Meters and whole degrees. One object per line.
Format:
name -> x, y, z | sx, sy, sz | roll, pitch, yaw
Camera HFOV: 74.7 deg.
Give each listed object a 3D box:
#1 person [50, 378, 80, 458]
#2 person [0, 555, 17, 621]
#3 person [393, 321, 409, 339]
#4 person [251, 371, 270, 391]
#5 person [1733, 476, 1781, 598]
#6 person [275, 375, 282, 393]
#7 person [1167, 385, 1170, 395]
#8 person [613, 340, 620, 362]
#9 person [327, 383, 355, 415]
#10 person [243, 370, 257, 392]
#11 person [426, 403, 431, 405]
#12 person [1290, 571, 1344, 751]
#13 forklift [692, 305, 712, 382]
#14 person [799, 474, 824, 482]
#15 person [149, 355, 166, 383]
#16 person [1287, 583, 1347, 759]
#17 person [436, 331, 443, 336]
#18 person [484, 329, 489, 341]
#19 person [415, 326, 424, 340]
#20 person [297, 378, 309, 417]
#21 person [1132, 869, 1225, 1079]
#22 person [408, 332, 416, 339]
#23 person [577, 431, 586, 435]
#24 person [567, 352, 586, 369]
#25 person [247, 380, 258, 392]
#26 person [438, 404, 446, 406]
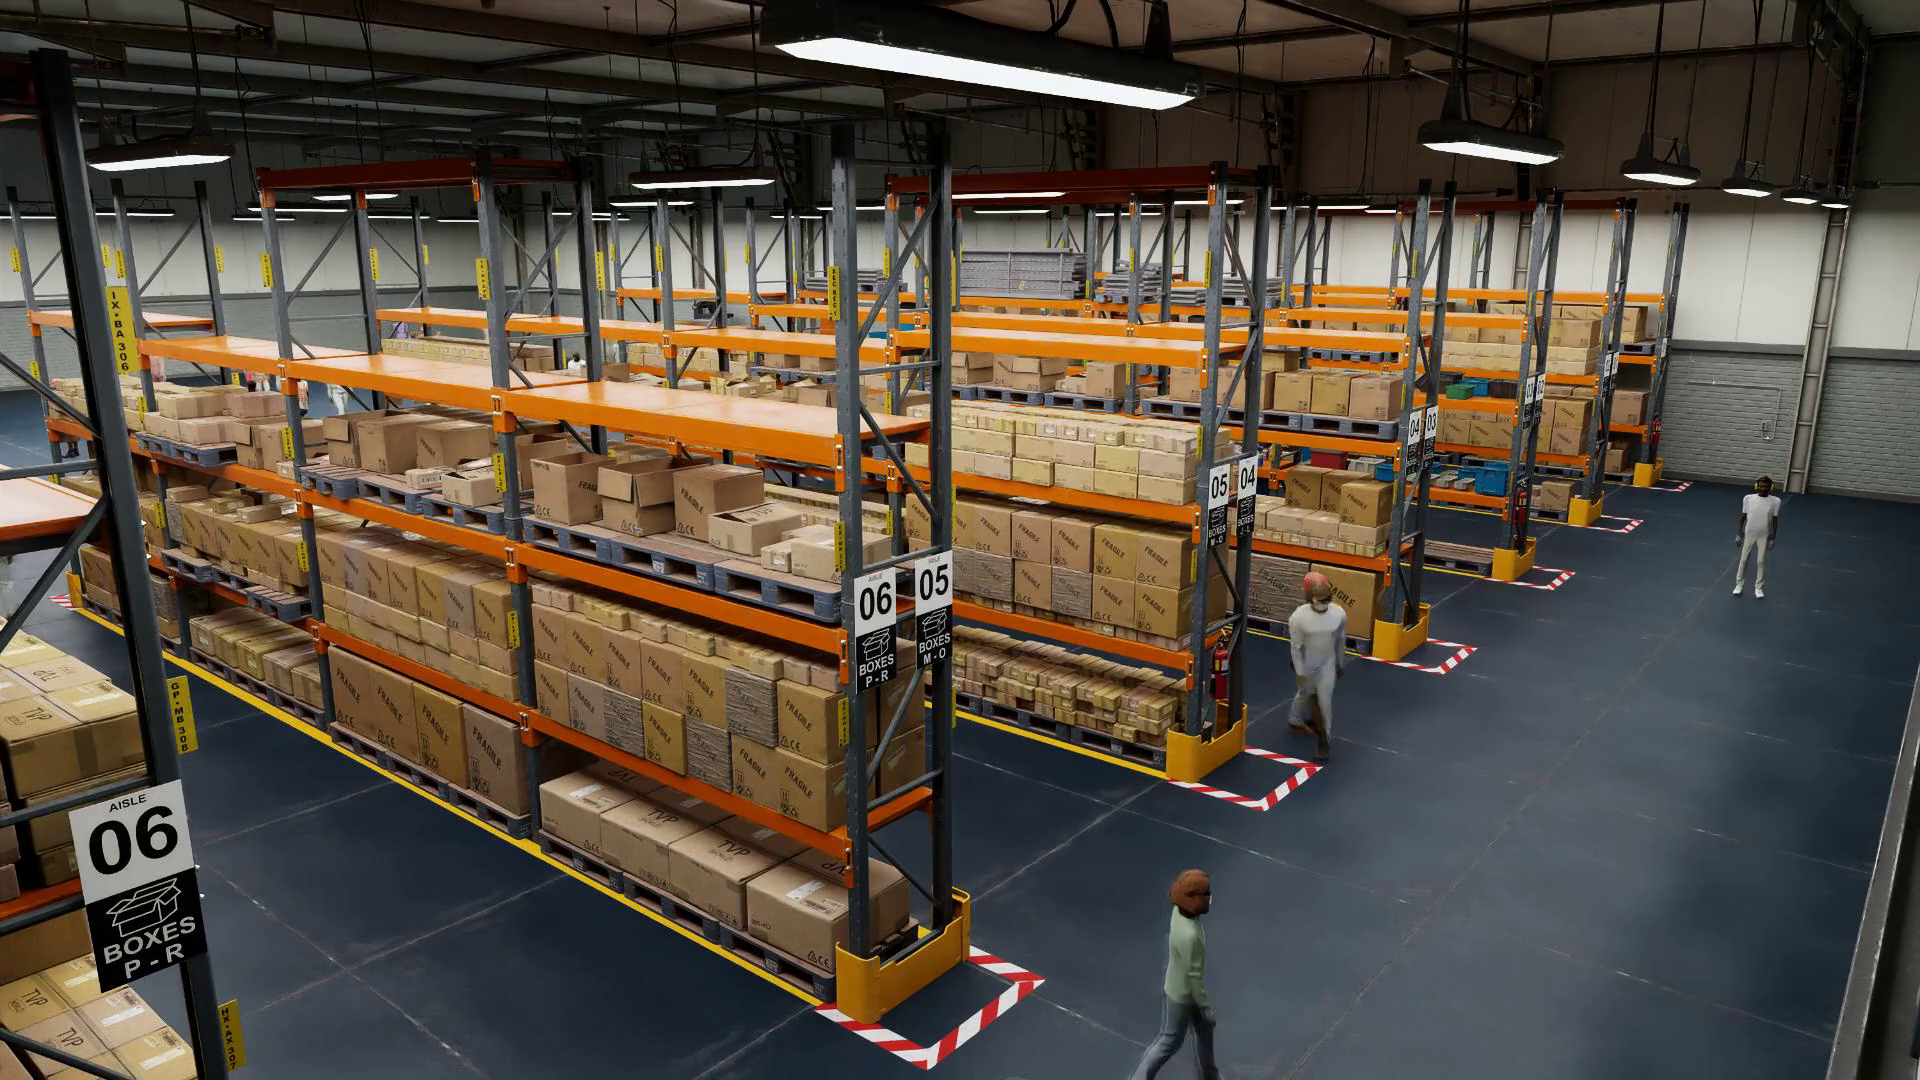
person -> -22.004, -2.997, 30.916 | 0.366, 1.939, 0.542 | -2, 14, -8
person -> -13.679, 0.243, 17.695 | 0.978, 1.884, 0.646 | 10, 17, 34
person -> -24.057, -8.709, 54.213 | 0.605, 2.035, 0.389 | -10, 17, -34
person -> -22.088, -5.011, 39.864 | 0.545, 1.606, 0.759 | -13, 19, -42
person -> 12.026, -0.064, 19.019 | 0.510, 1.862, 0.320 | 10, 17, 35
person -> -20.412, -4.585, 38.102 | 0.539, 1.622, 0.528 | 4, 14, 17
person -> 5.227, -3.072, 31.768 | 0.484, 1.684, 0.546 | 8, 16, 30
person -> -12.135, -6.428, 45.261 | 0.896, 1.834, 0.530 | 4, 14, 16
person -> -17.438, -4.071, 35.432 | 0.991, 1.906, 0.614 | 11, 18, 39
person -> -23.565, -5.569, 41.903 | 0.528, 1.747, 0.613 | -6, 15, -23
person -> -16.341, -4.971, 38.920 | 0.377, 1.995, 0.608 | 7, 15, 25
person -> 3.837, 1.279, 13.450 | 0.543, 1.901, 0.912 | -3, 14, -12
forklift -> -9.511, -7.392, 47.124 | 1.873, 2.768, 1.129 | 11, 17, 38
person -> -3.367, -2.284, 28.087 | 0.604, 1.896, 0.934 | -9, 17, -34
person -> -26.464, -5.511, 41.408 | 0.664, 1.876, 0.682 | 5, 15, 21
person -> 3.763, 1.305, 13.375 | 0.643, 1.885, 0.855 | 0, 14, 0
person -> -19.202, -6.782, 46.607 | 0.654, 1.881, 0.762 | -3, 14, -13
person -> -19.816, -8.437, 53.447 | 0.646, 1.871, 0.867 | 4, 14, 18
person -> -20.401, -7.156, 47.955 | 0.614, 1.972, 0.835 | -4, 14, -16
person -> -18.559, -3.942, 35.347 | 0.715, 1.672, 0.534 | 7, 15, 28
person -> 1.414, 2.789, 7.816 | 0.733, 1.603, 0.500 | 3, 14, 12
person -> -19.949, -6.624, 45.945 | 1.013, 1.884, 0.635 | -7, 16, -28
person -> -6.908, -1.102, 23.341 | 0.587, 1.848, 0.949 | -12, 18, -40
person -> -11.968, -4.990, 39.440 | 0.630, 1.799, 0.972 | 1, 14, 3
person -> -17.182, -2.948, 30.782 | 0.377, 1.914, 0.589 | 9, 16, 32
person -> -15.997, -4.665, 38.464 | 0.571, 1.597, 0.537 | -5, 15, -21
